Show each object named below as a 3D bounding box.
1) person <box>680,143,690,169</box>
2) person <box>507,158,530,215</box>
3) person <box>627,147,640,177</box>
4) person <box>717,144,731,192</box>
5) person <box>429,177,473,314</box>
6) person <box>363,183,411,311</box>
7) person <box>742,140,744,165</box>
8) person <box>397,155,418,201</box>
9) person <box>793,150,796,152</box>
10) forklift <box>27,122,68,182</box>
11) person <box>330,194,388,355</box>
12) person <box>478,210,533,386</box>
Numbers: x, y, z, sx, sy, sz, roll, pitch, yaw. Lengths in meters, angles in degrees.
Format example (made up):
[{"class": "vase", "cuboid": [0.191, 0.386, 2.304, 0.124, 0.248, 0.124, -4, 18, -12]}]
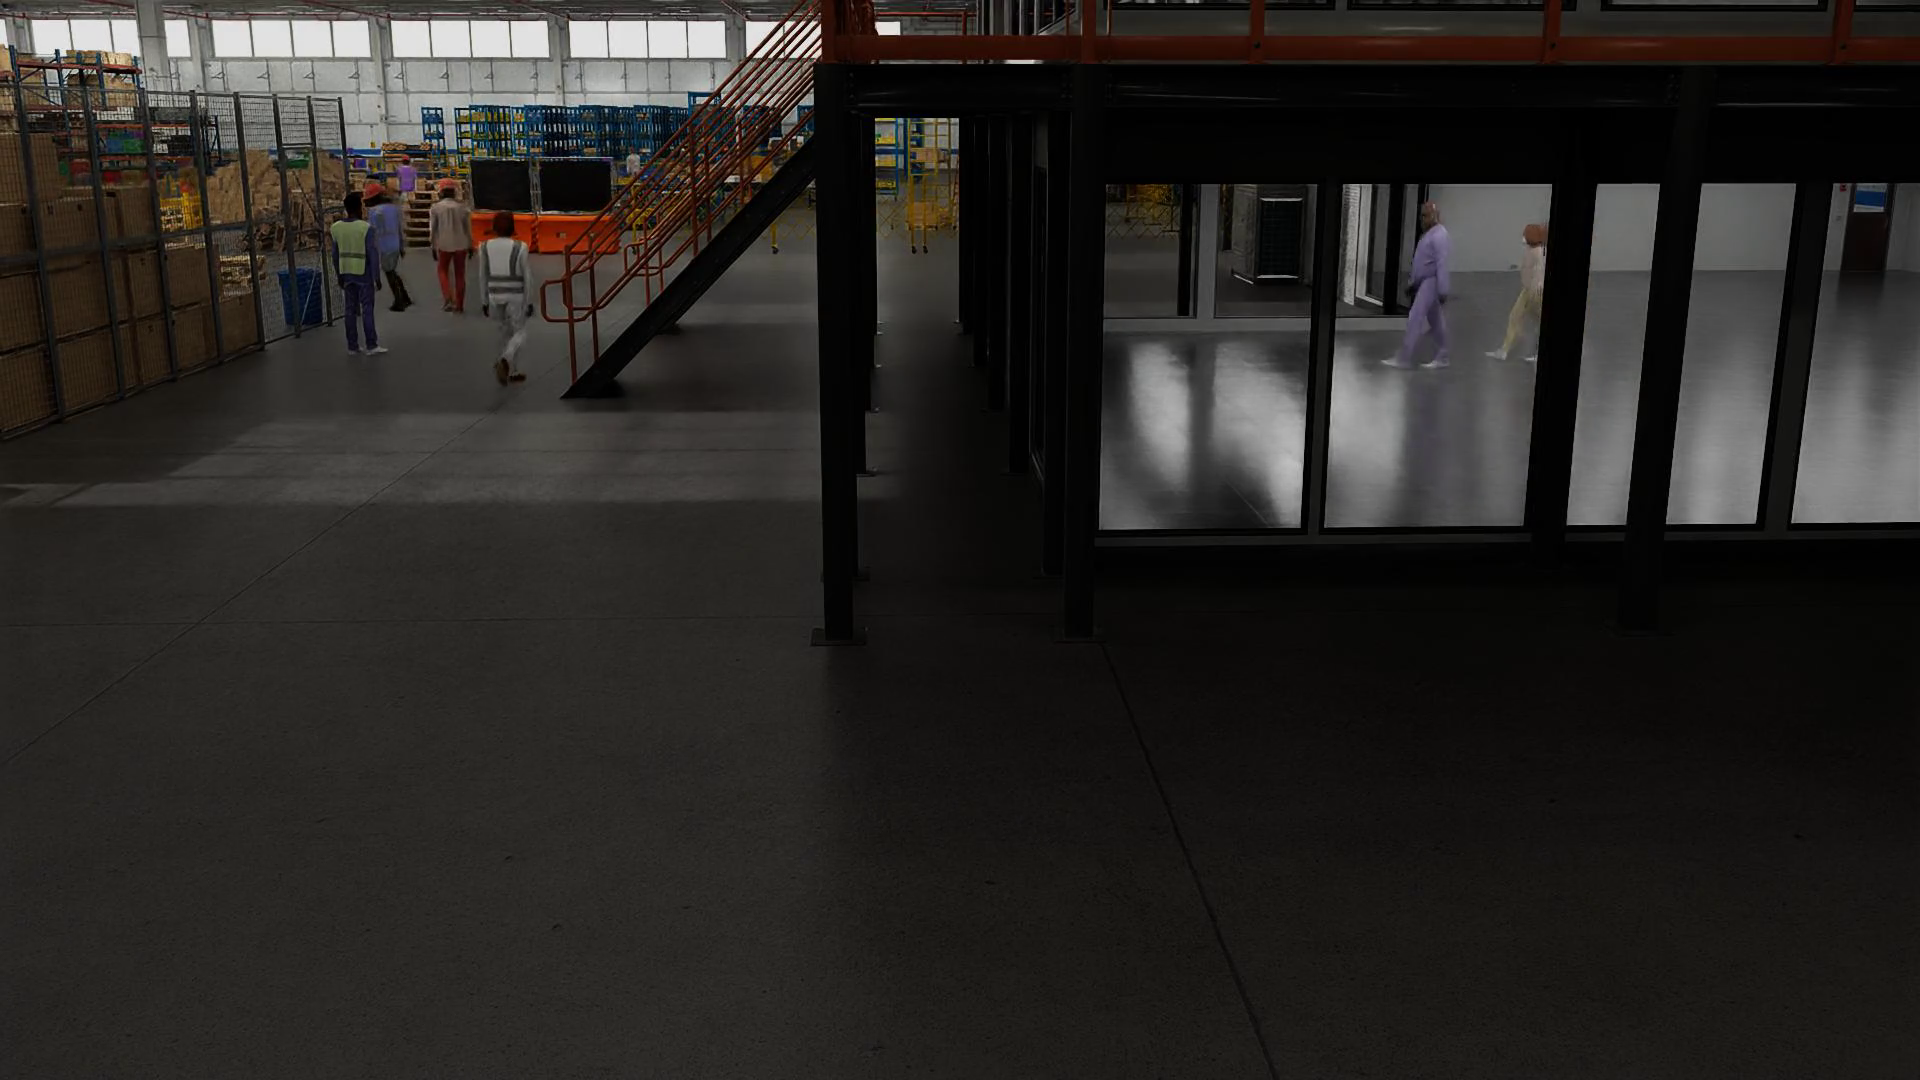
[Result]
[{"class": "person", "cuboid": [-13.870, -19.222, 84.287, 0.586, 1.833, 0.403, -5, 15, -20]}, {"class": "person", "cuboid": [-12.287, -9.748, 46.486, 0.896, 1.784, 0.612, 5, 15, 19]}, {"class": "person", "cuboid": [-12.225, -13.722, 62.157, 0.411, 1.908, 0.643, 8, 16, 30]}, {"class": "person", "cuboid": [-8.274, -12.899, 58.585, 0.374, 2.044, 0.607, 13, 19, 42]}, {"class": "person", "cuboid": [-7.423, -4.293, 24.309, 0.634, 1.975, 0.435, -7, 16, -26]}, {"class": "person", "cuboid": [-8.490, -4.316, 24.596, 0.458, 1.888, 0.586, 6, 15, 23]}, {"class": "person", "cuboid": [-11.445, -20.284, 88.212, 0.392, 1.988, 0.609, -4, 14, -14]}, {"class": "person", "cuboid": [-15.624, -9.934, 47.095, 0.555, 1.902, 0.924, -3, 14, -12]}, {"class": "person", "cuboid": [-7.351, -16.474, 73.494, 0.801, 1.736, 0.530, 0, 14, 1]}, {"class": "forklift", "cuboid": [-35.376, -14.773, 64.377, 1.129, 2.768, 1.873, -1, 14, -2]}, {"class": "person", "cuboid": [-7.247, -3.184, 20.009, 0.596, 1.918, 0.379, 4, 15, 14]}, {"class": "person", "cuboid": [-4.795, -2.533, 17.531, 0.582, 1.866, 0.743, 3, 14, 10]}]
